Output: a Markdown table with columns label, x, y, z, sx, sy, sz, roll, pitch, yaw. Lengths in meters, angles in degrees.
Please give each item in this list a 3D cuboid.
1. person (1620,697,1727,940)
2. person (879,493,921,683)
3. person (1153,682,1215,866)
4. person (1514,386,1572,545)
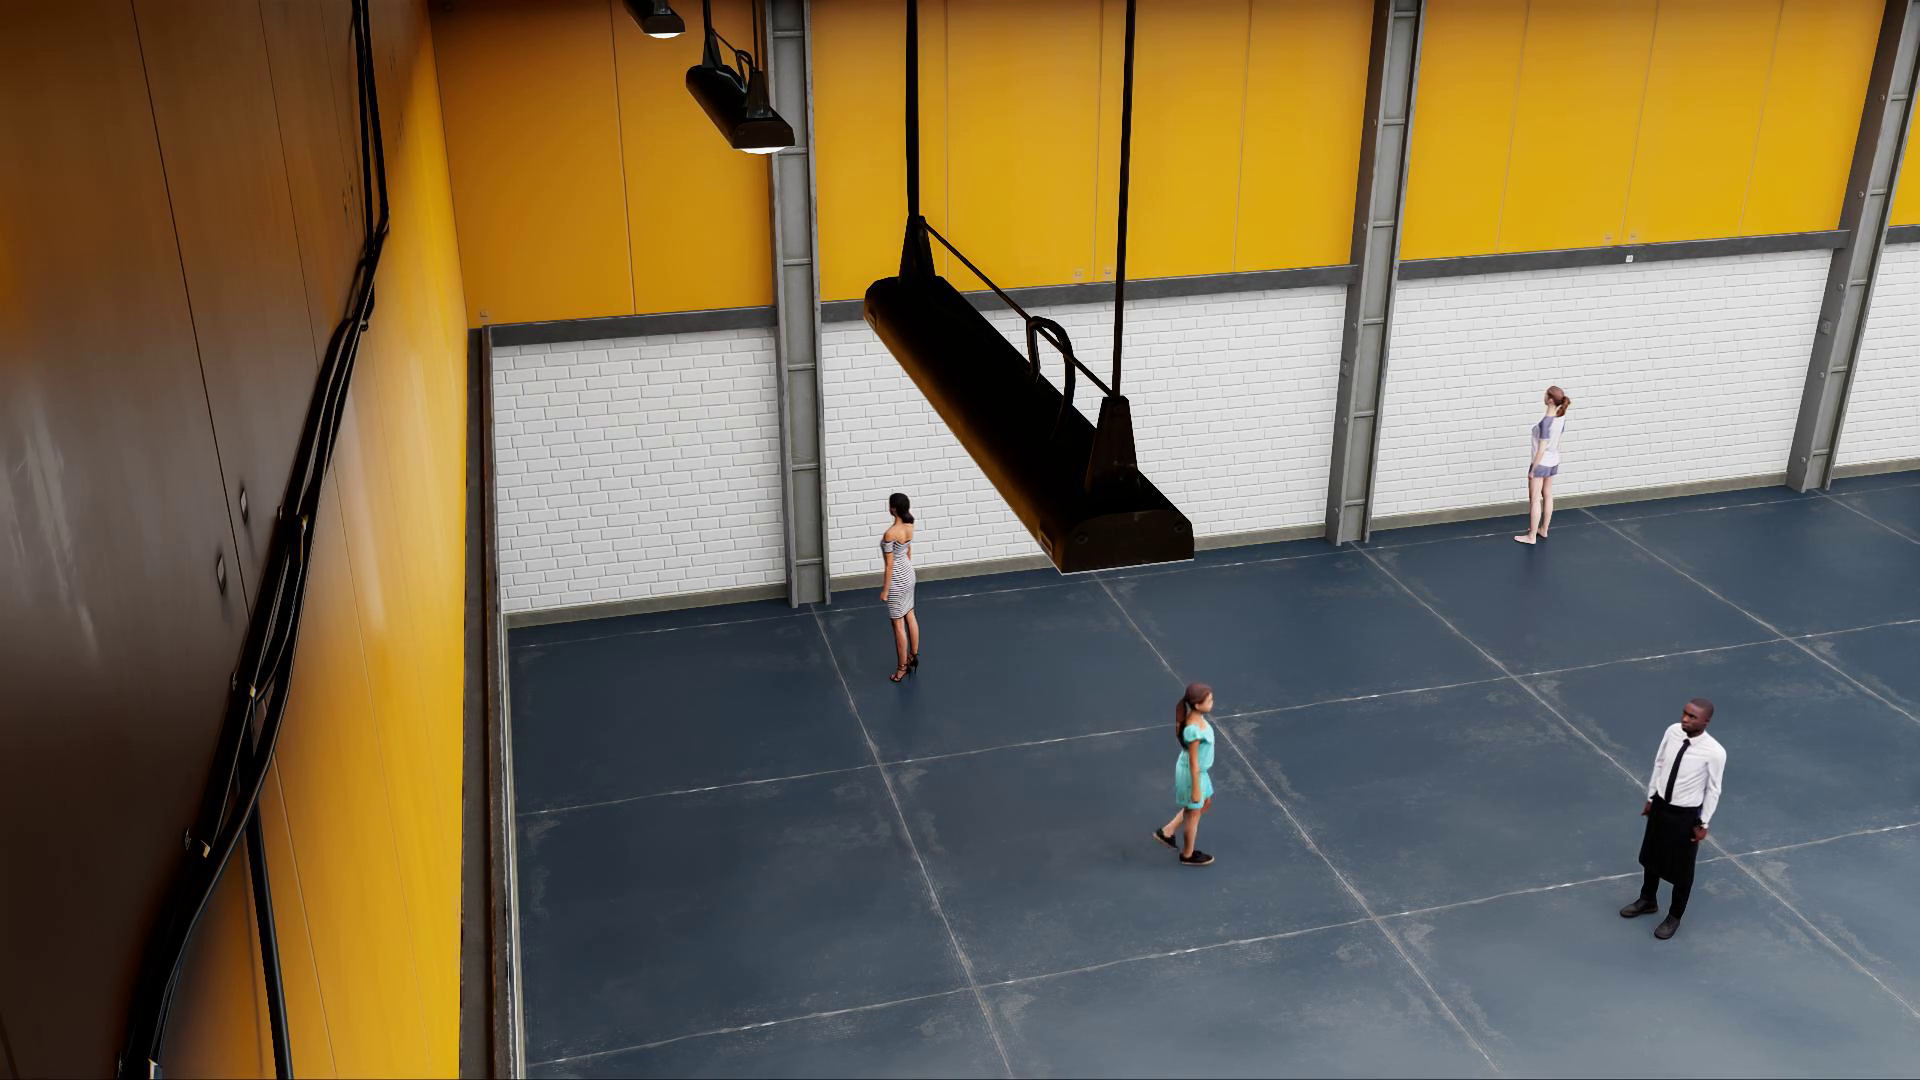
| label | x | y | z | sx | sy | sz | roll | pitch | yaw |
| --- | --- | --- | --- | --- | --- | --- | --- | --- | --- |
| person | 5.029 | 1.906 | 11.630 | 0.631 | 1.837 | 0.695 | -13 | 27 | -28 |
| person | -0.536 | 0.417 | 15.055 | 0.735 | 1.822 | 0.680 | 12 | 26 | 26 |
| person | 1.663 | 1.739 | 12.364 | 0.788 | 1.554 | 0.689 | 2 | 24 | 6 |
| person | 6.310 | -0.821 | 17.954 | 0.639 | 1.768 | 0.729 | -20 | 30 | -37 |
